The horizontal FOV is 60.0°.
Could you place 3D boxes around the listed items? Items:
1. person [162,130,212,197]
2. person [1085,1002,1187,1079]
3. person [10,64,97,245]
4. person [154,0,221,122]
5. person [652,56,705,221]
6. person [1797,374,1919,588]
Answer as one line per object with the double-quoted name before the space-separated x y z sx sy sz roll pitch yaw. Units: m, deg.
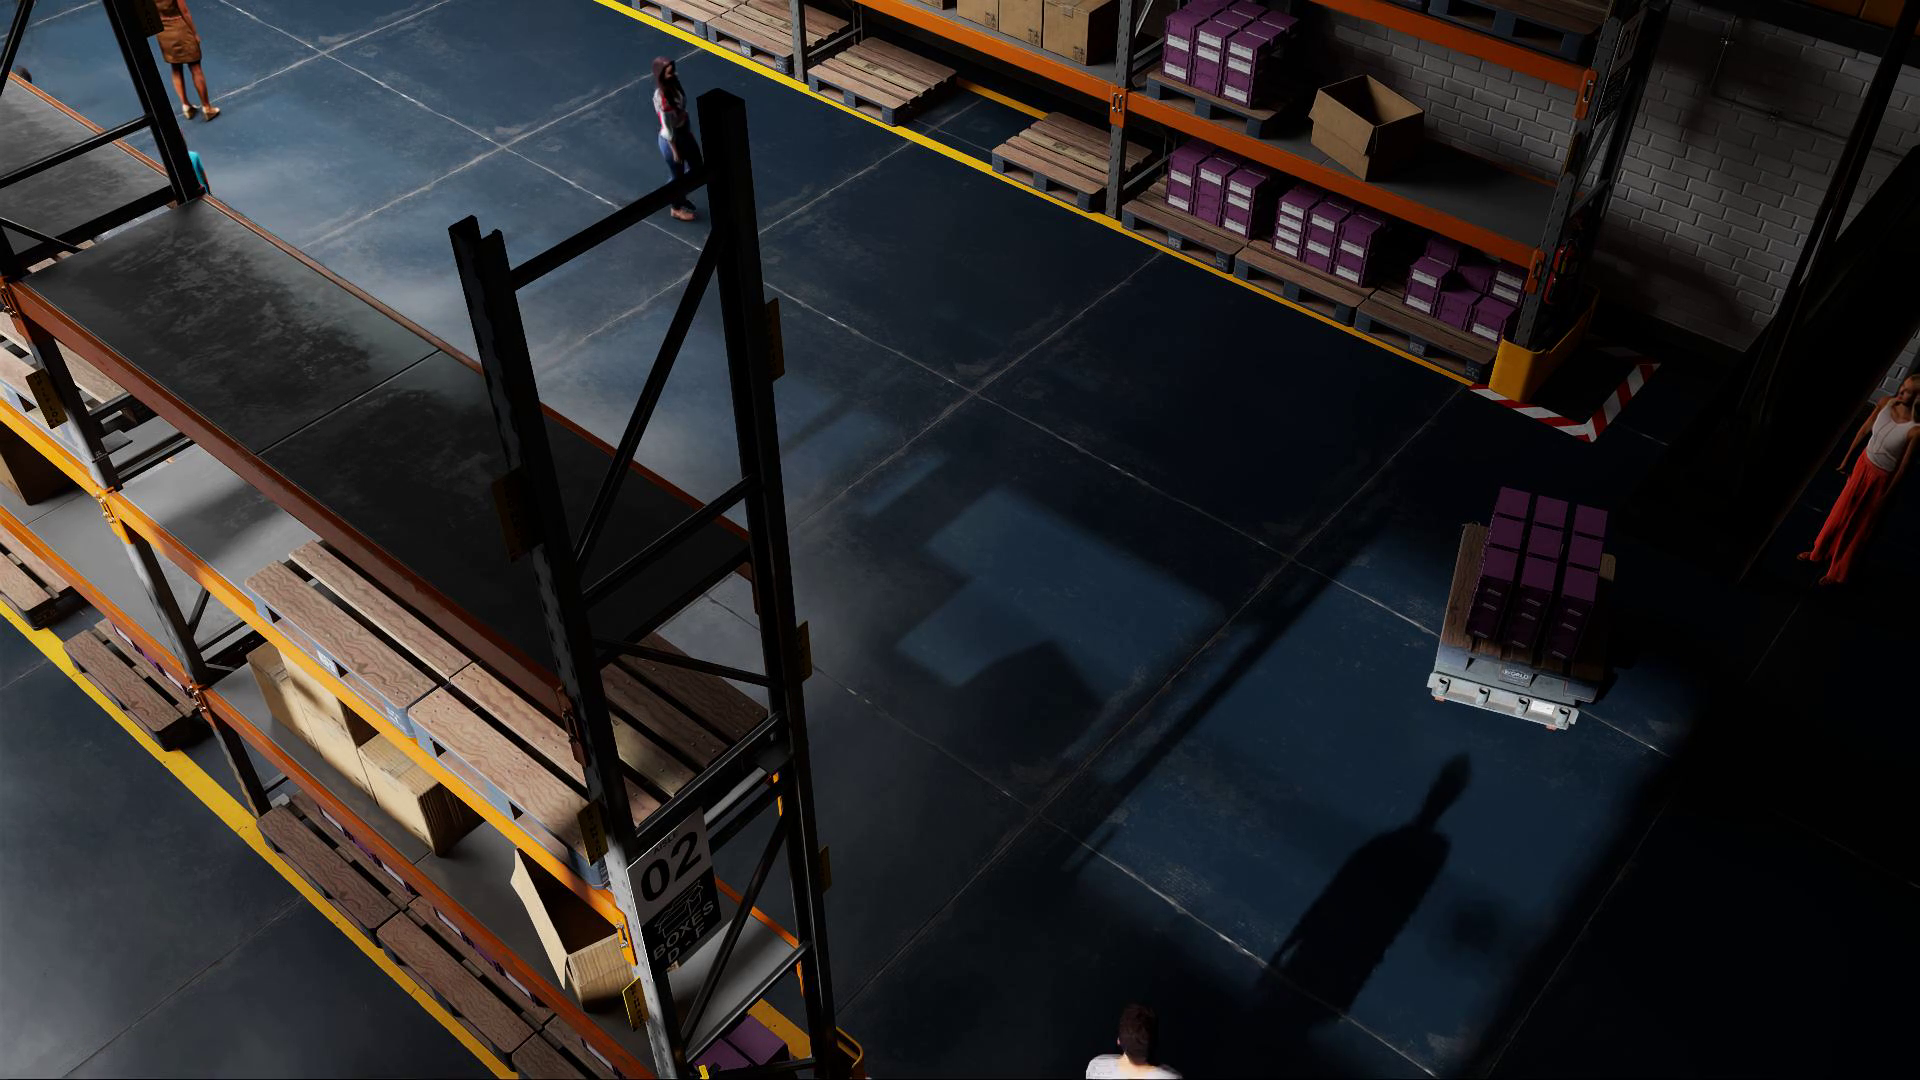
"person" -6.521 -2.861 14.222 0.548 1.444 0.542 28 50 26
"person" 0.812 2.903 7.865 0.749 1.865 0.867 14 45 14
"person" -7.831 -3.226 14.402 0.788 1.723 1.150 -27 50 -26
"person" -7.631 -4.906 16.194 0.607 1.683 0.701 5 44 5
"person" -2.619 -3.586 14.867 0.700 1.602 0.695 10 44 10
"person" 6.267 -0.413 11.392 0.792 1.802 0.709 -9 44 -9
